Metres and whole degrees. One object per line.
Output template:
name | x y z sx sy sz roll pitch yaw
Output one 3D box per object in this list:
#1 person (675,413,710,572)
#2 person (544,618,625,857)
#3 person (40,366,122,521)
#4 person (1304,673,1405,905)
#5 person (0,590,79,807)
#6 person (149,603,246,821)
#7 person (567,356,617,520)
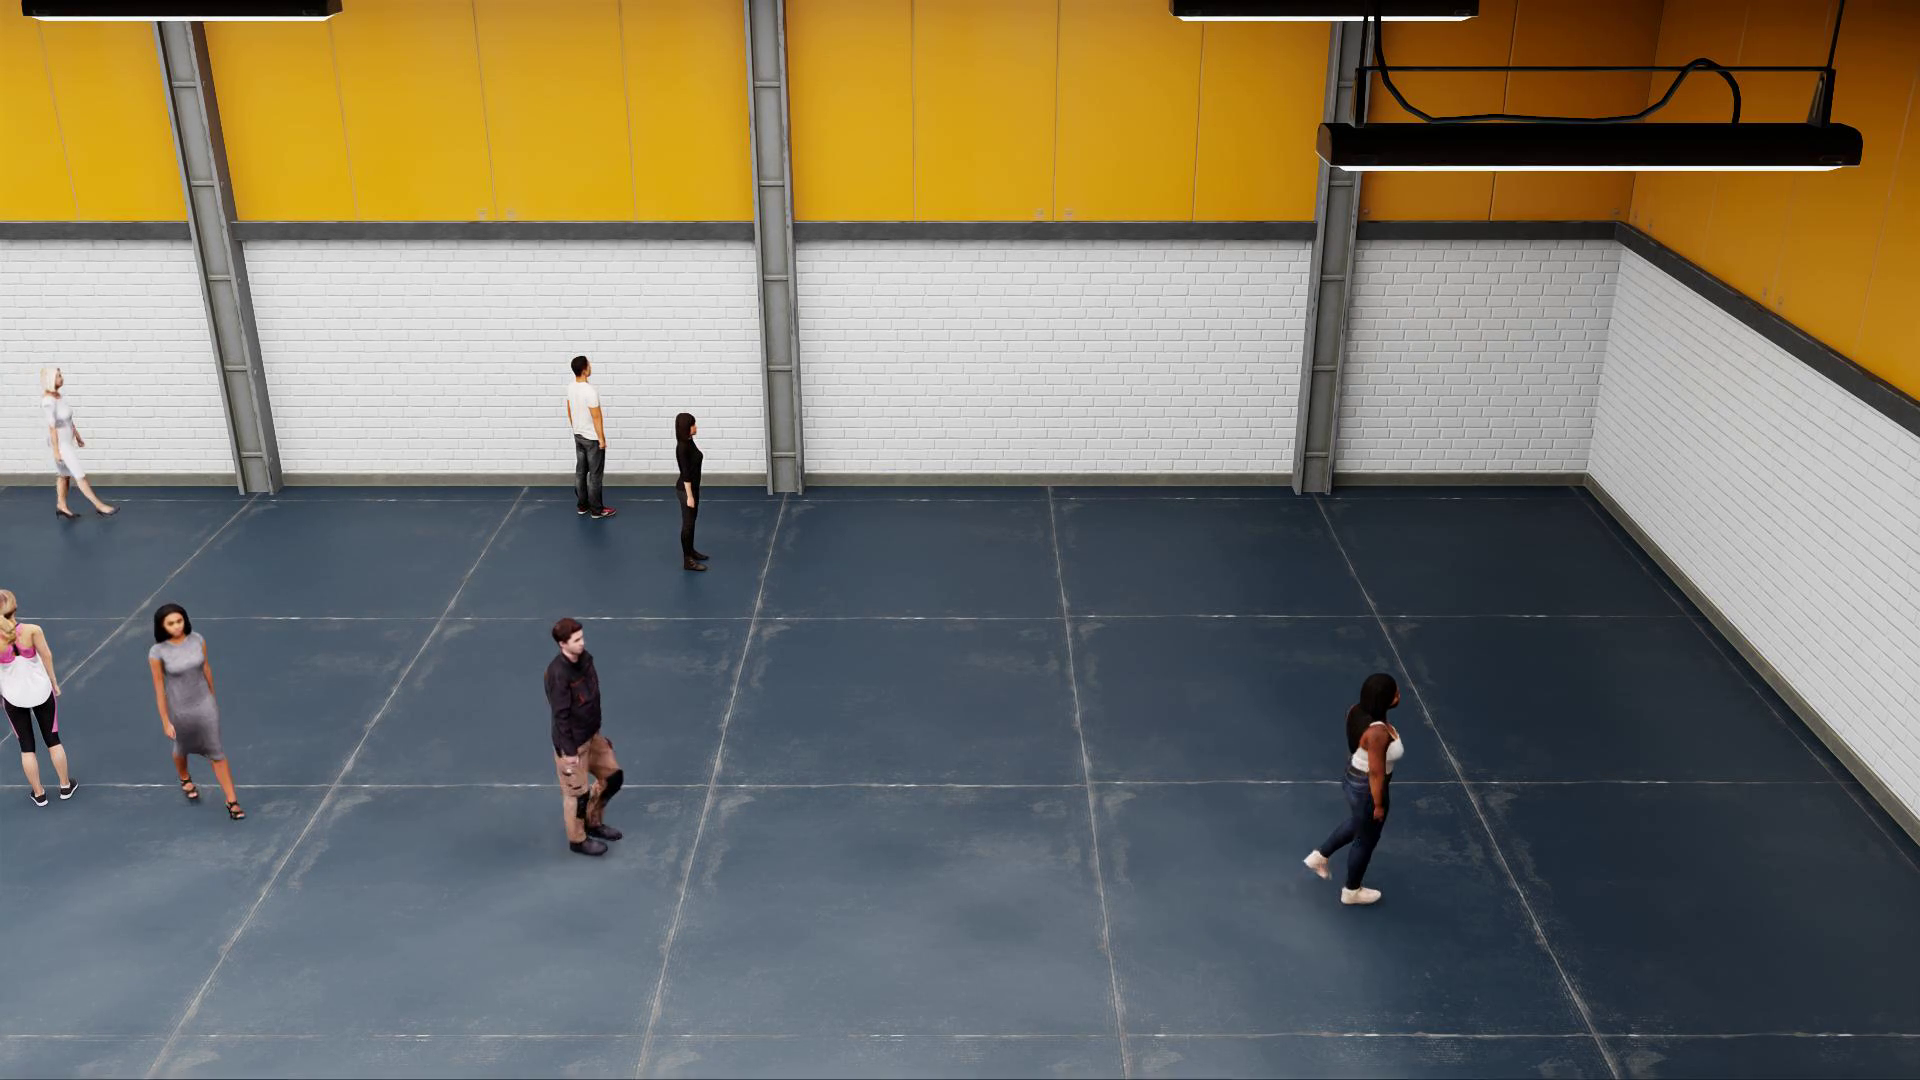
person | -2.749 -0.508 16.805 0.491 1.642 0.567 -1 24 -1
person | -2.841 1.419 12.057 0.754 1.914 0.784 6 24 13
person | -9.704 -1.010 17.852 0.966 1.723 0.746 -6 24 -14
person | 2.708 1.729 11.488 0.767 1.802 0.622 0 24 0
person | -7.126 1.200 12.713 0.622 1.788 0.741 -13 27 -27
person | -5.878 1.285 12.595 1.158 1.728 1.090 22 32 40
person | -4.042 -1.128 18.021 0.694 1.803 0.776 19 30 36
